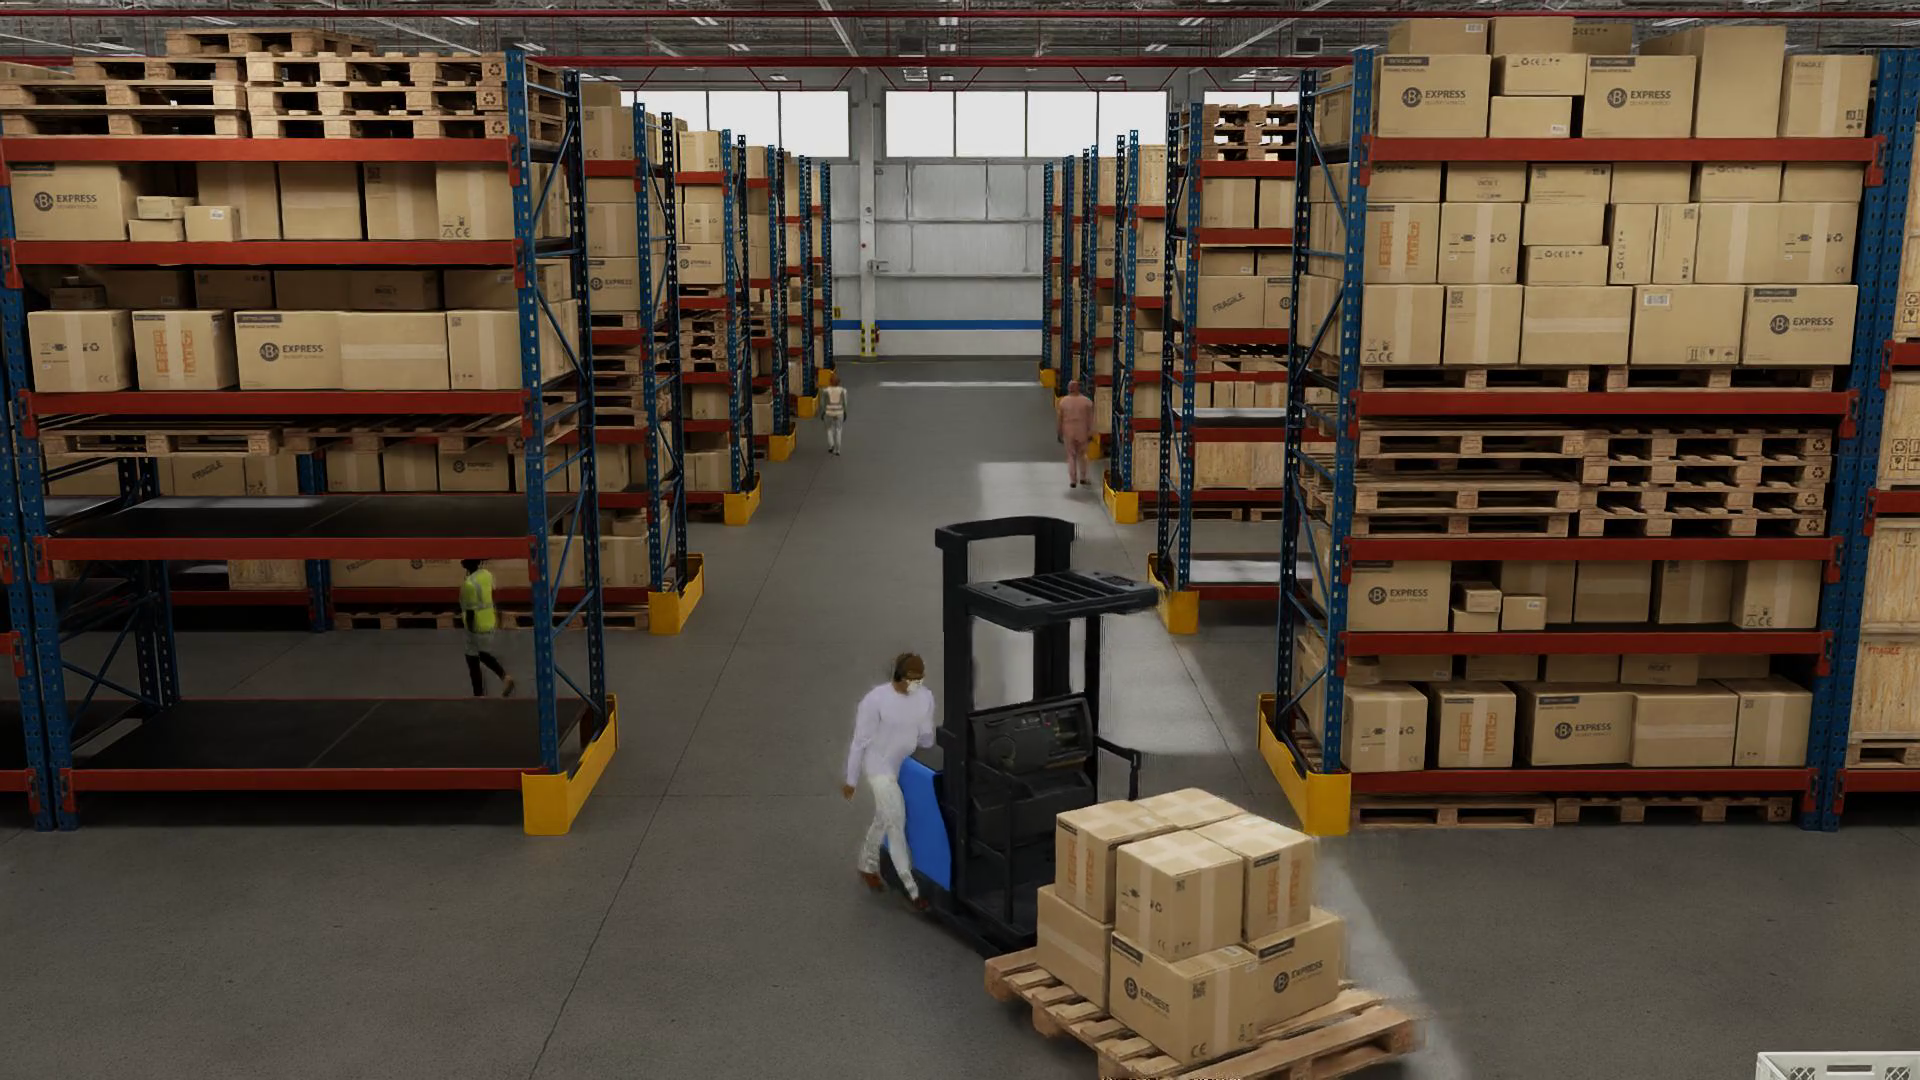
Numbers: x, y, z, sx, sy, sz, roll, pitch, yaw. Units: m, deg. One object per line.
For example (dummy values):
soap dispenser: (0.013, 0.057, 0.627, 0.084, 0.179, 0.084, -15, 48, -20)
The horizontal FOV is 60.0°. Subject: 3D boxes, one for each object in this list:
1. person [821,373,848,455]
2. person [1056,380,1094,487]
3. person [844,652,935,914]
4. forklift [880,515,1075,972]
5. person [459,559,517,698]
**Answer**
person: (-2.518, -2.527, 33.349, 0.551, 1.619, 0.541, -2, 12, -10)
person: (2.042, -1.896, 29.619, 0.655, 1.874, 0.729, 0, 11, -1)
person: (-0.428, 1.700, 11.813, 0.698, 1.860, 1.045, -11, 15, -42)
forklift: (0.302, 1.248, 11.513, 1.129, 2.768, 1.873, -7, 13, -30)
person: (-4.736, 0.842, 16.489, 0.448, 1.685, 0.547, 2, 12, 8)
